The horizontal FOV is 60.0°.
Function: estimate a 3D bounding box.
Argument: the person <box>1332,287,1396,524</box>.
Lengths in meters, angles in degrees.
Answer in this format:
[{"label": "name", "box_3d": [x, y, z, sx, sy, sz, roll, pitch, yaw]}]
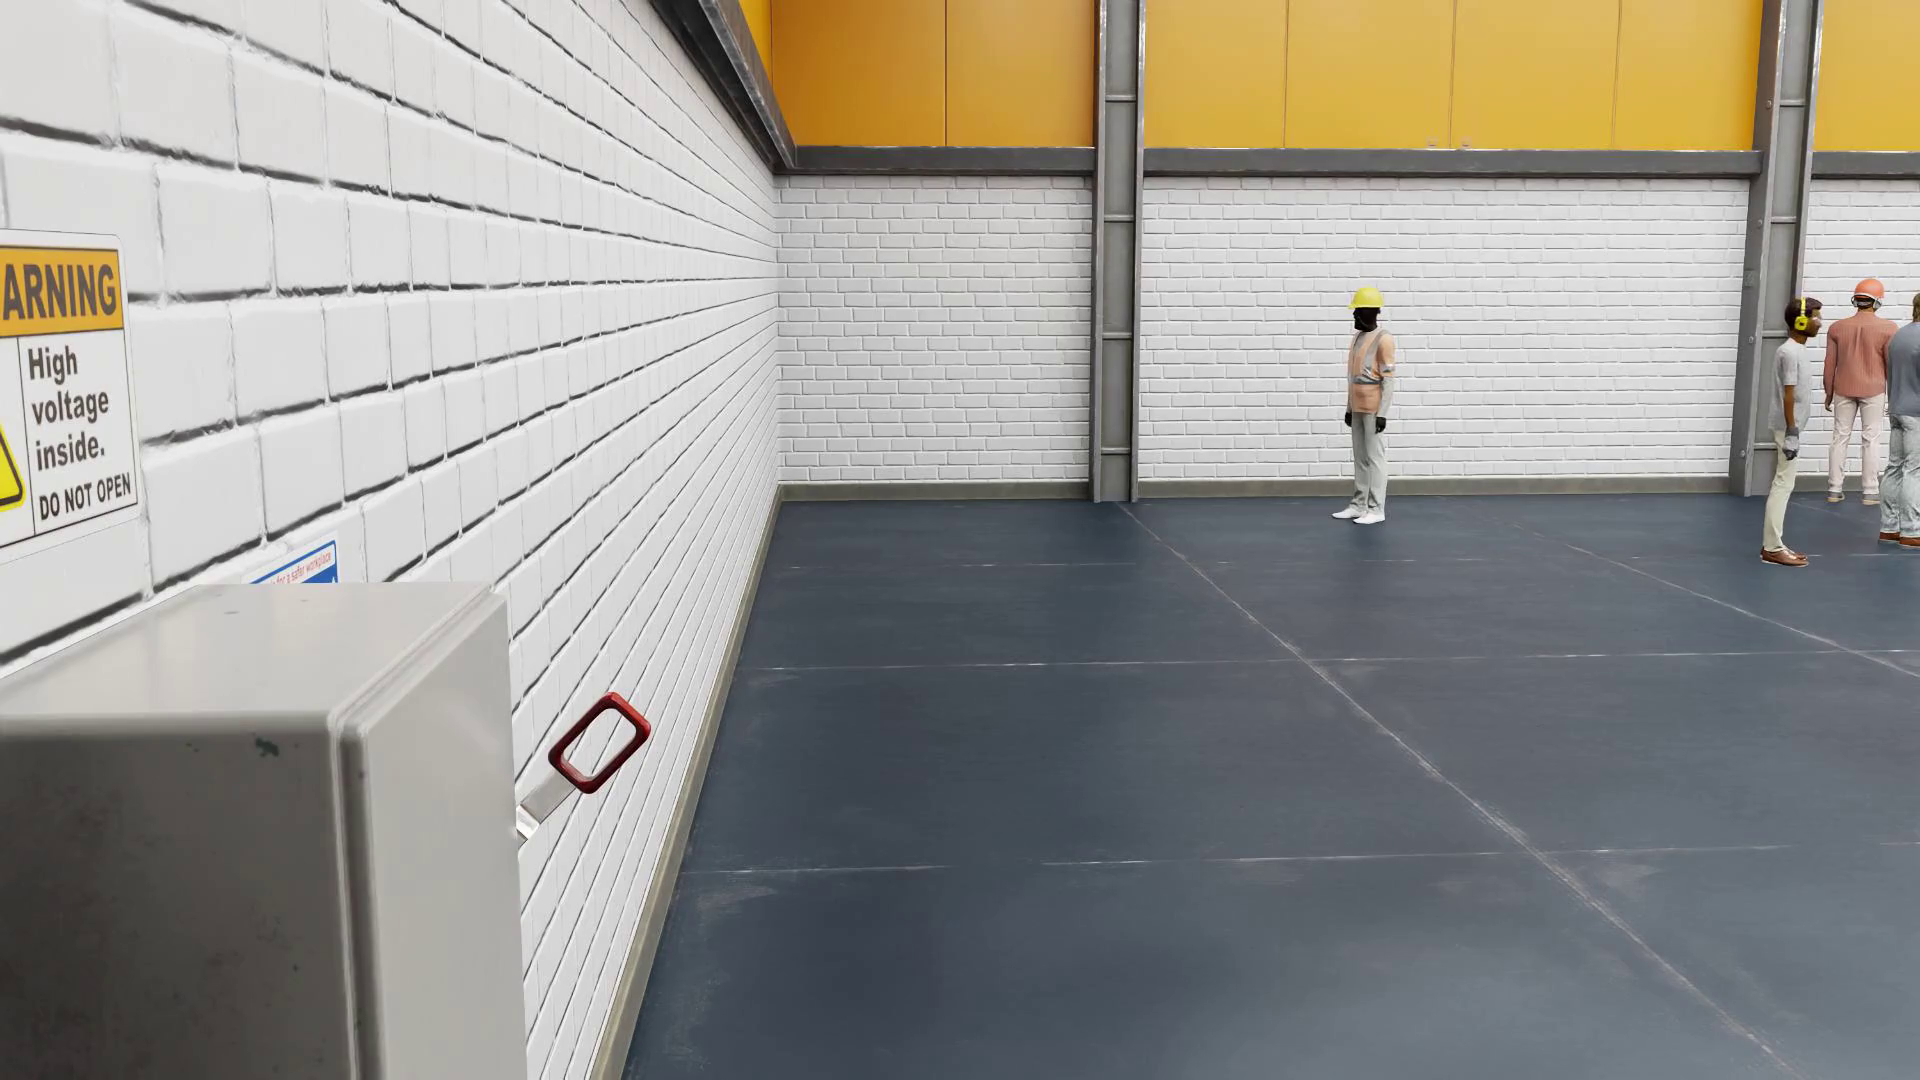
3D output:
[{"label": "person", "box_3d": [3.315, -1.092, 13.567, 0.379, 1.928, 0.585, -2, 9, -14]}]

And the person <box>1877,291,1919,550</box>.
[{"label": "person", "box_3d": [7.083, -0.896, 12.316, 0.373, 1.937, 0.630, 0, 9, 2]}]

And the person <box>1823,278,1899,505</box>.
[{"label": "person", "box_3d": [7.978, -1.311, 14.733, 0.609, 1.995, 0.378, 9, 12, 43]}]

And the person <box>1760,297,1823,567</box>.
[{"label": "person", "box_3d": [5.835, -0.756, 11.649, 0.317, 1.867, 0.531, 4, 10, 25]}]
